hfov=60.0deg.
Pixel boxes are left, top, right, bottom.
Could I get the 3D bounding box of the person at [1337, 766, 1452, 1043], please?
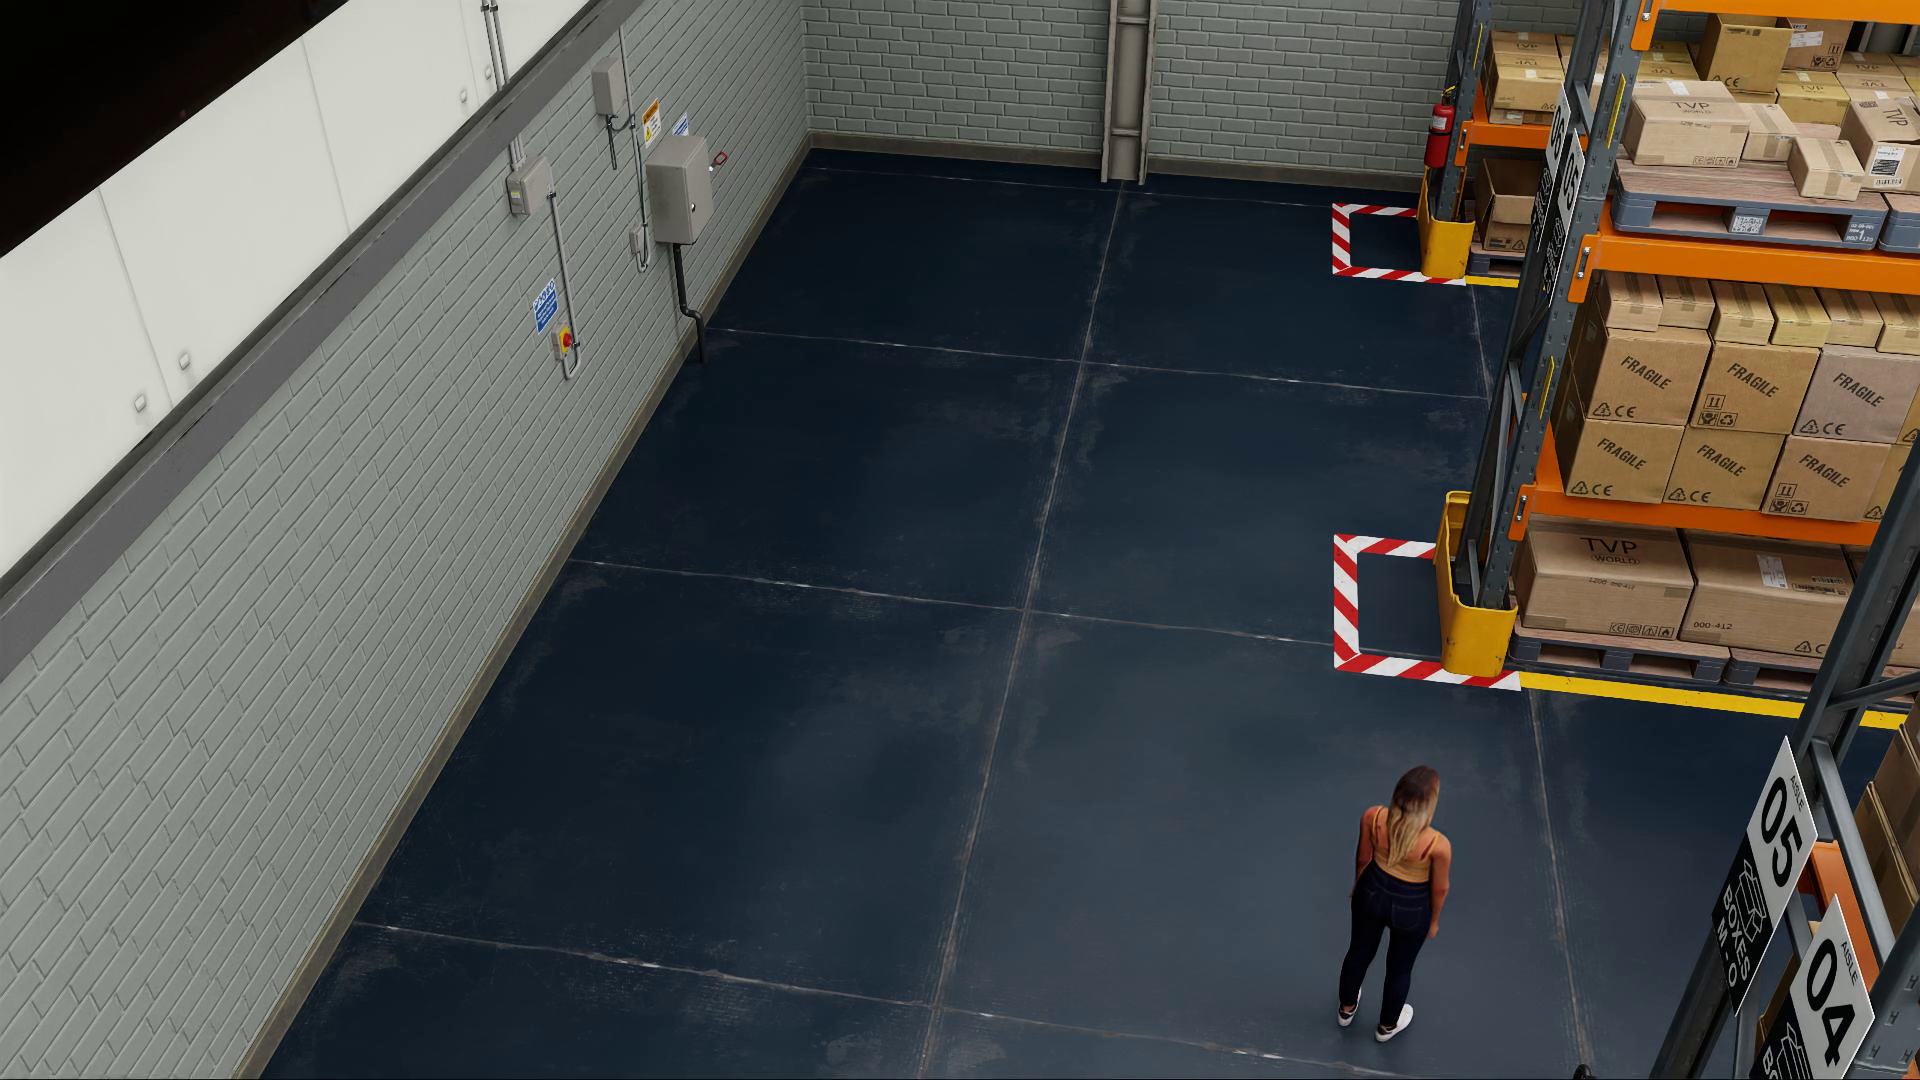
[{"bbox_3d":[1.914,1.613,7.362,0.580,1.629,0.700,22,42,26],"label":"person"}]
